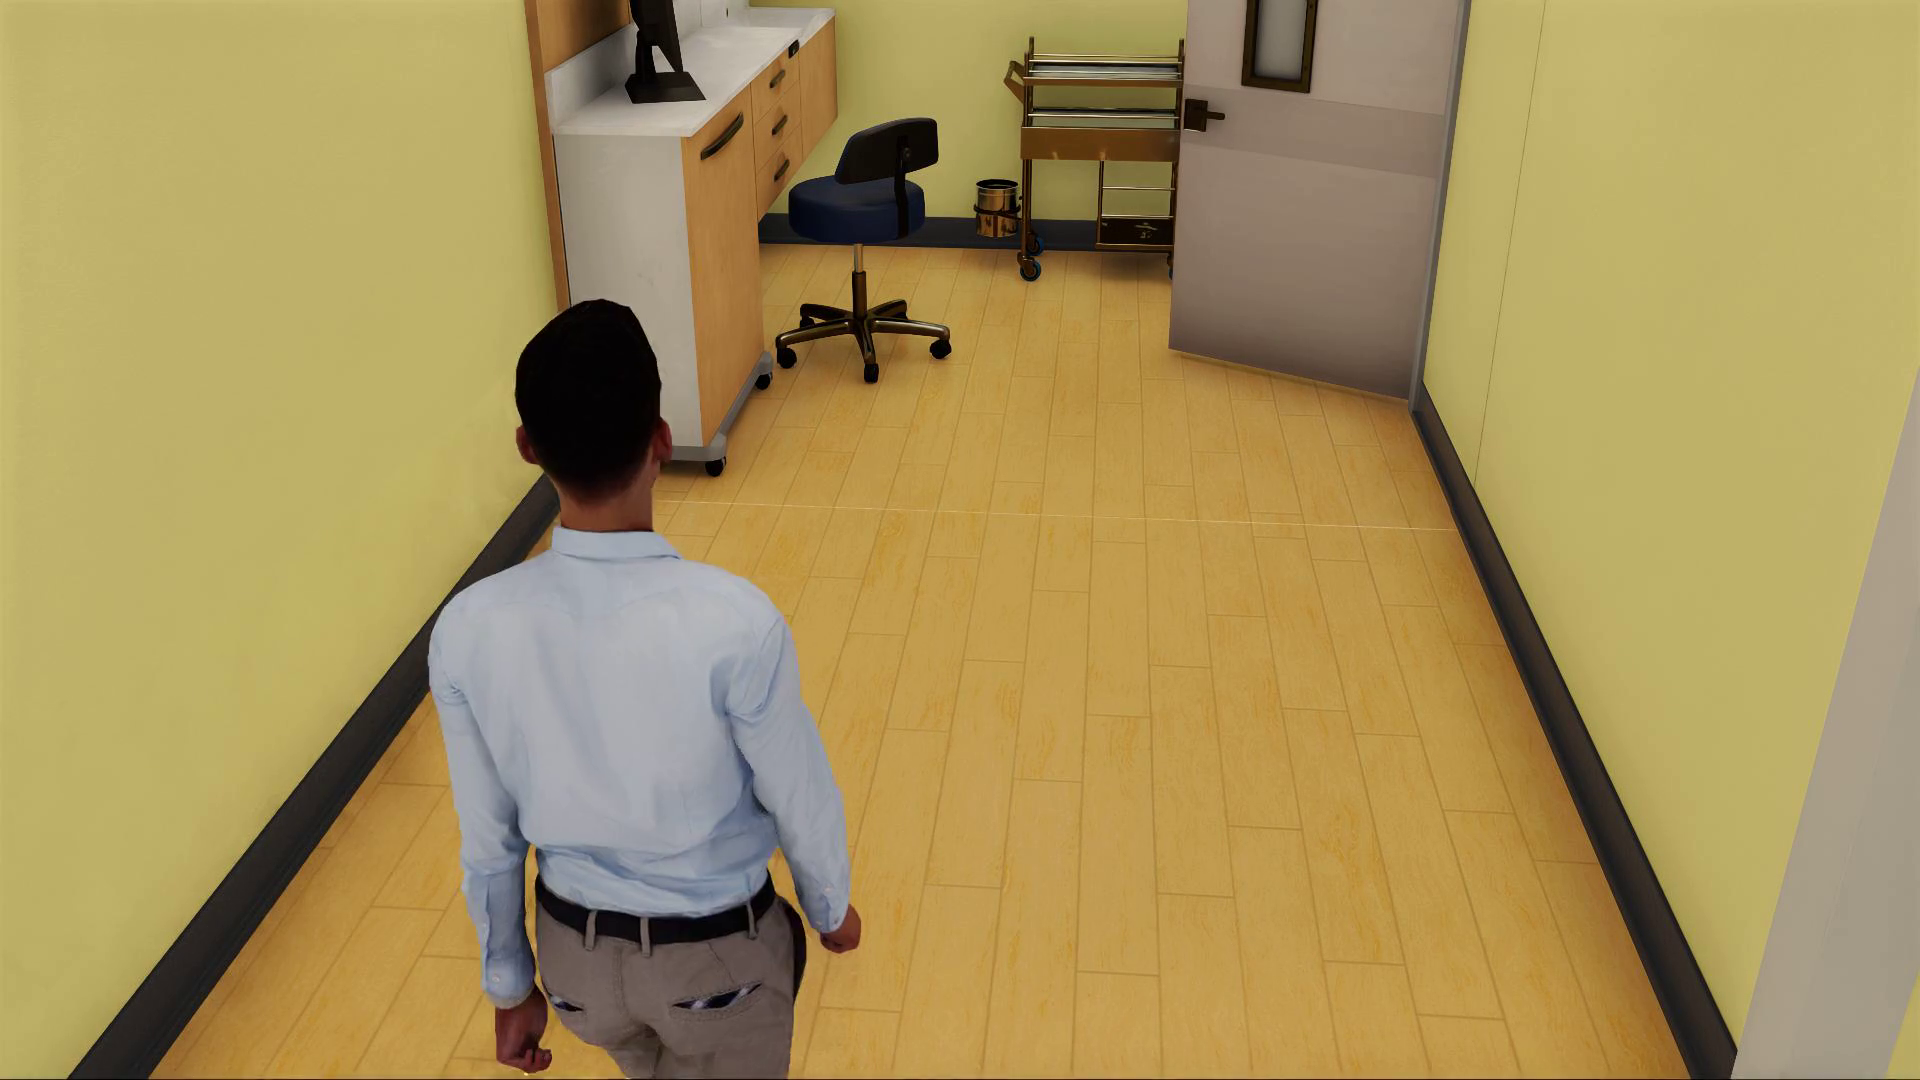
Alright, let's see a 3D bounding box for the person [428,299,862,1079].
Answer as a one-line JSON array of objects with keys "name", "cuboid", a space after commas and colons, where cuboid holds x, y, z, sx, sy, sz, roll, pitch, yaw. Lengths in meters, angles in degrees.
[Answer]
[{"name": "person", "cuboid": [-0.411, 0.638, 2.241, 1.153, 1.797, 0.797, 5, 26, 11]}]
